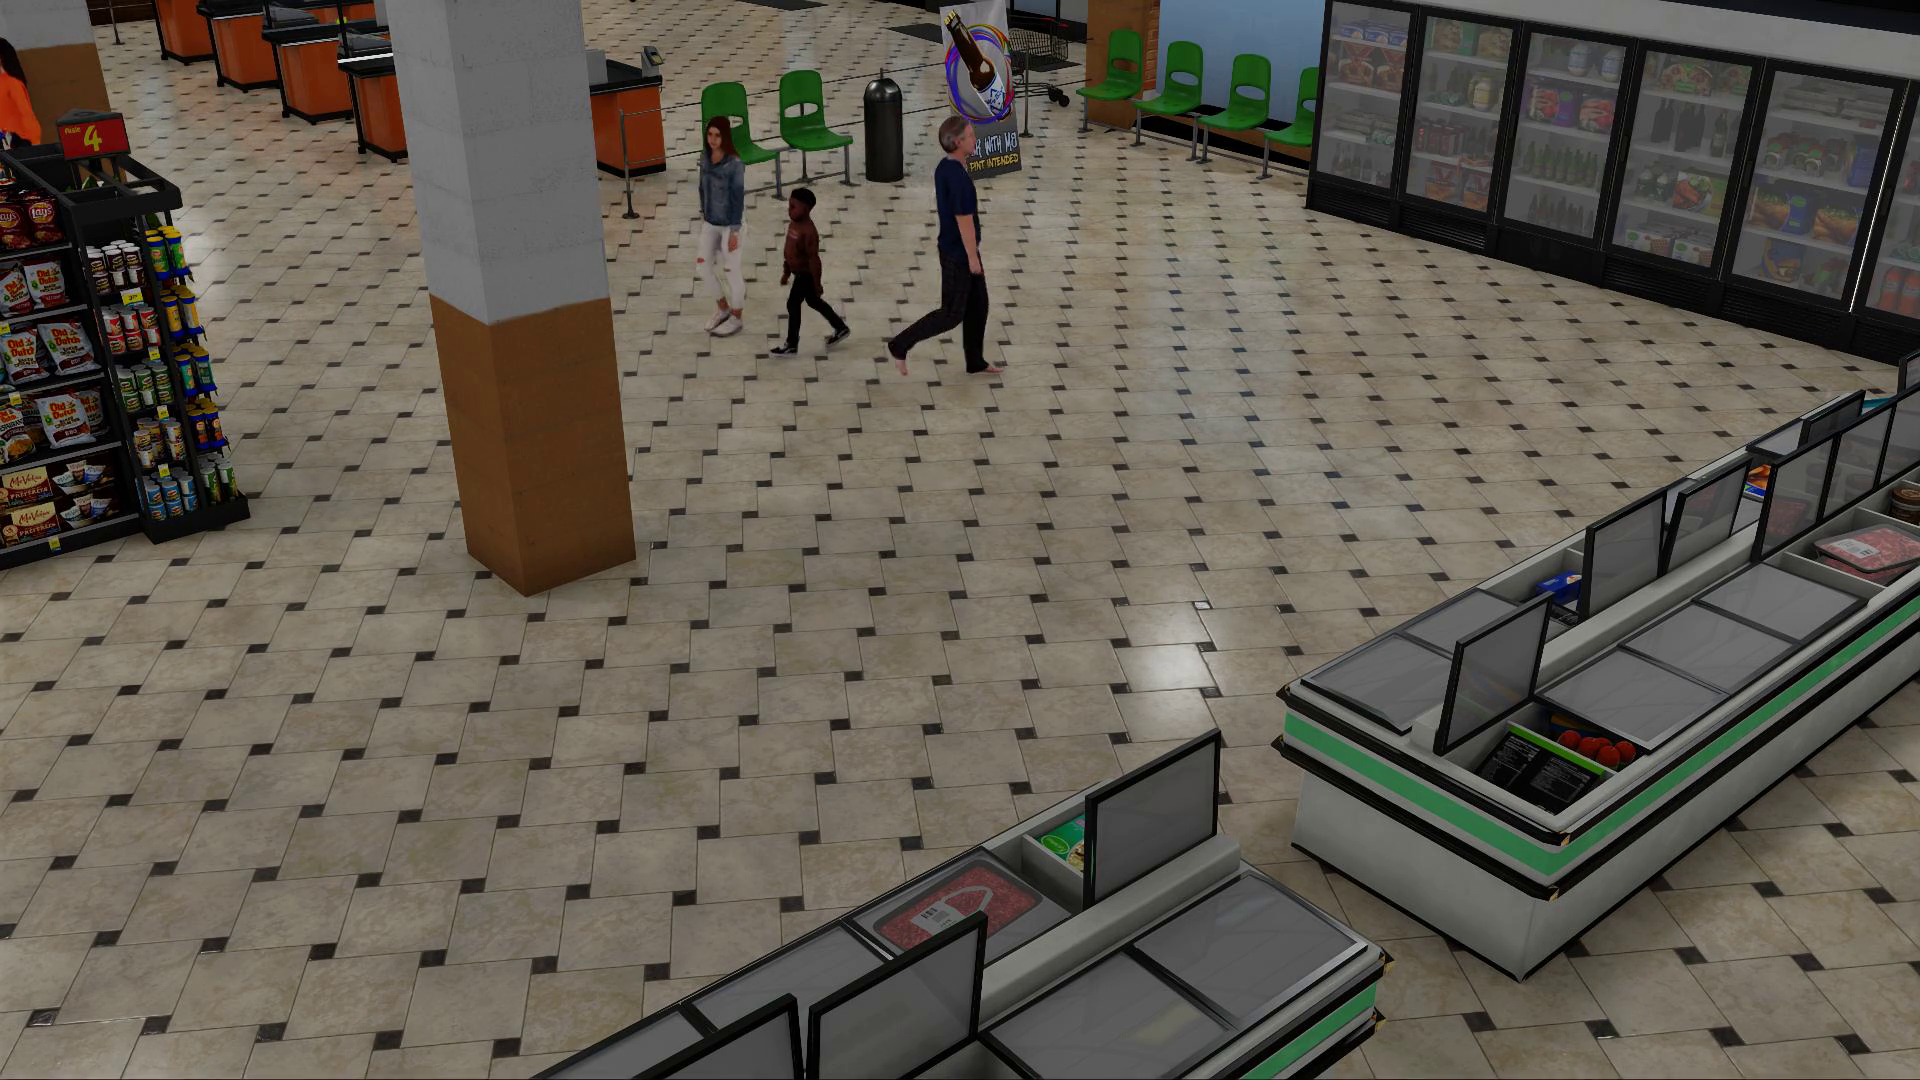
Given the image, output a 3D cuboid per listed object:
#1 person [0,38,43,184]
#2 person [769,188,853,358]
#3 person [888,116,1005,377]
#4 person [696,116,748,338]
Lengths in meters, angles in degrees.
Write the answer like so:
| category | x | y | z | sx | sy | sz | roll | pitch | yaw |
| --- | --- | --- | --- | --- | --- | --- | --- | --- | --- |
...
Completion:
| category | x | y | z | sx | sy | sz | roll | pitch | yaw |
| --- | --- | --- | --- | --- | --- | --- | --- | --- | --- |
| person | -8.232 | -3.584 | 14.818 | 1.008 | 1.720 | 0.682 | -17 | 31 | -29 |
| person | -1.068 | -1.962 | 12.157 | 0.939 | 1.235 | 0.698 | -10 | 28 | -18 |
| person | -0.097 | -1.962 | 11.482 | 1.163 | 1.845 | 1.033 | -2 | 27 | -4 |
| person | -1.694 | -2.347 | 12.423 | 0.683 | 1.681 | 0.644 | 21 | 34 | 36 |
